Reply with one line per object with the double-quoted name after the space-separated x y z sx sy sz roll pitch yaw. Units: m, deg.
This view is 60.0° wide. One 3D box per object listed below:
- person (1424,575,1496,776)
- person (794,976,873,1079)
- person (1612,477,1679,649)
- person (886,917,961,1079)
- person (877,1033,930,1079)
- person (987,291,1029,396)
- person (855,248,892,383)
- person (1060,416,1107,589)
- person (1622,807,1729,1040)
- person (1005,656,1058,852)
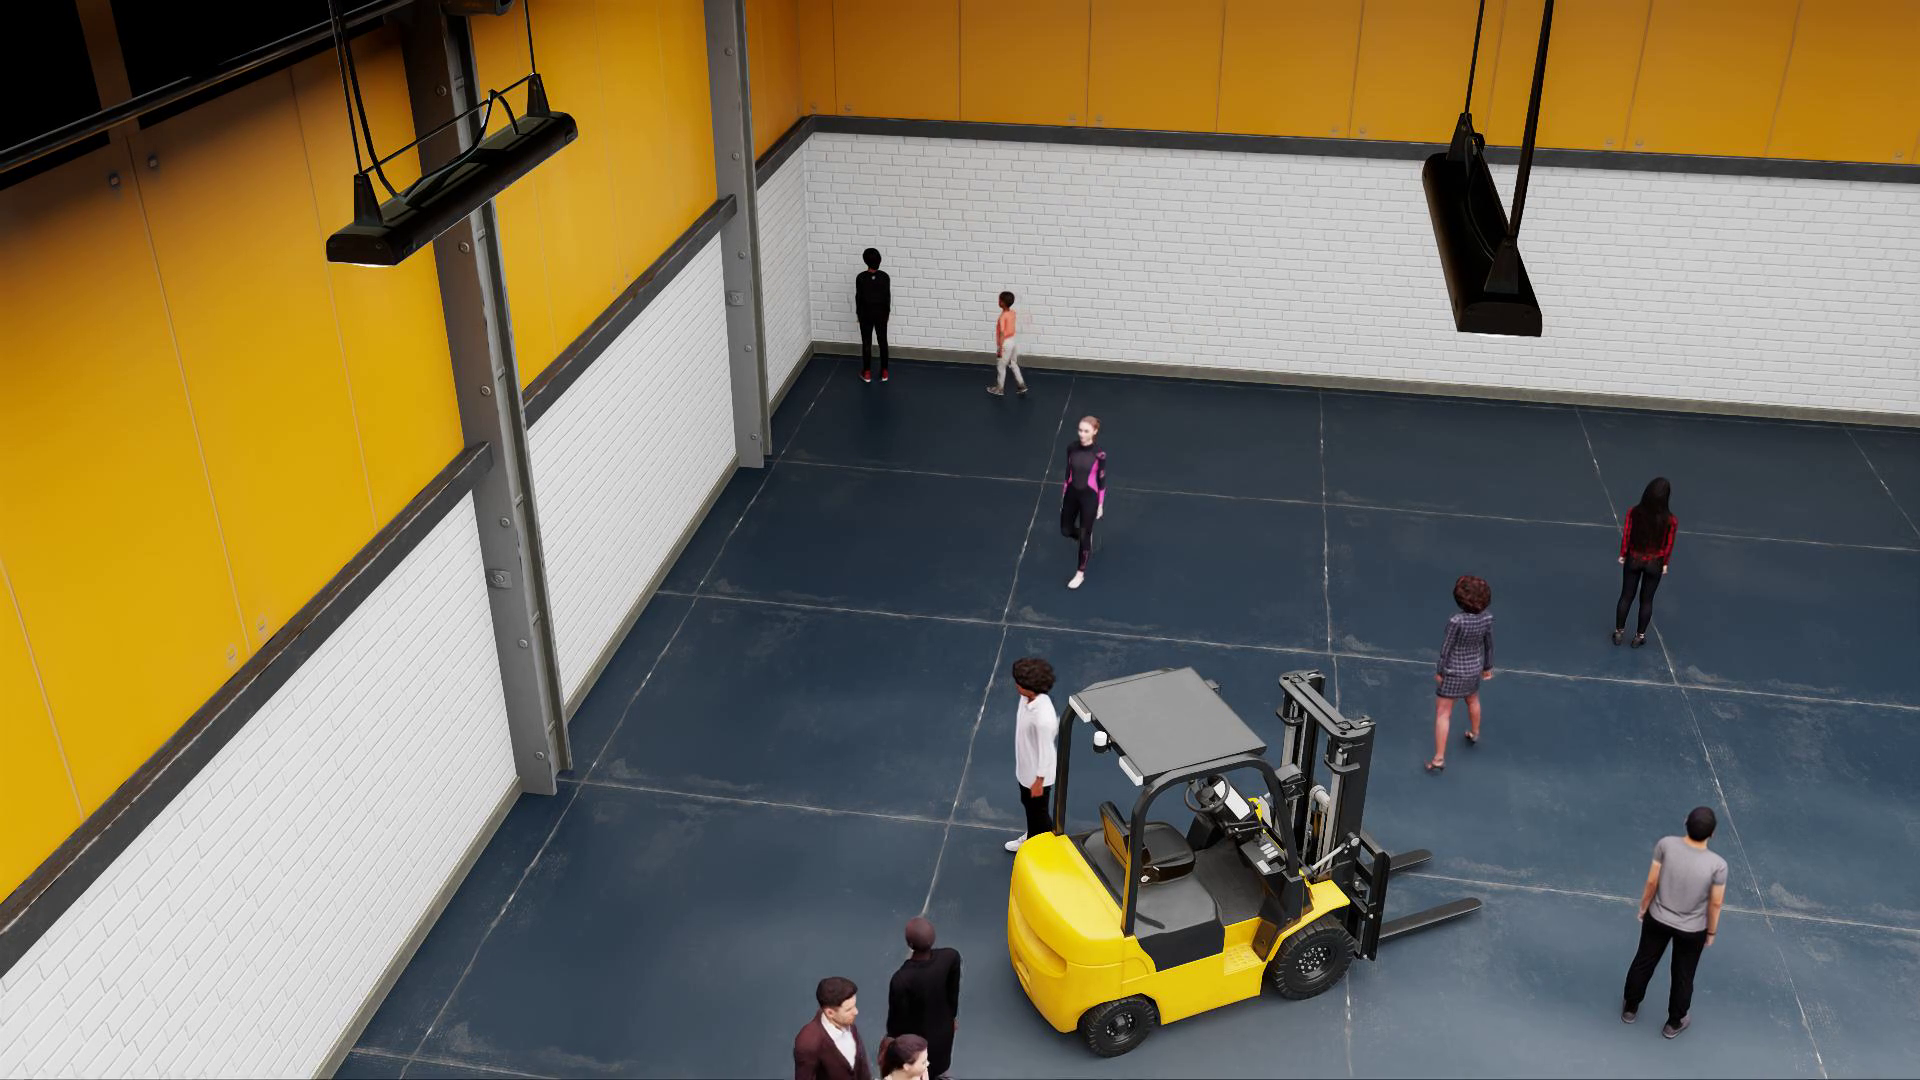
4.025 1.072 13.254 0.907 1.664 0.902 -11 30 -19 "person"
-0.794 3.133 9.279 0.835 1.851 0.711 11 30 19 "person"
6.109 0.208 14.846 0.642 1.656 0.607 14 32 24 "person"
-0.210 2.921 9.761 0.722 1.762 0.787 -18 33 -29 "person"
-0.378 3.324 9.223 1.062 1.571 1.028 -25 37 -37 "person"
0.594 -2.349 19.875 0.715 1.328 0.735 18 33 29 "person"
-1.050 -2.746 20.242 0.651 1.674 0.639 -6 29 -11 "person"
1.203 -0.415 15.895 0.711 1.744 0.864 15 32 25 "person"
4.598 2.431 10.669 0.705 1.754 0.698 19 34 31 "person"
0.545 1.622 12.097 0.766 1.807 0.624 -7 29 -13 "person"
